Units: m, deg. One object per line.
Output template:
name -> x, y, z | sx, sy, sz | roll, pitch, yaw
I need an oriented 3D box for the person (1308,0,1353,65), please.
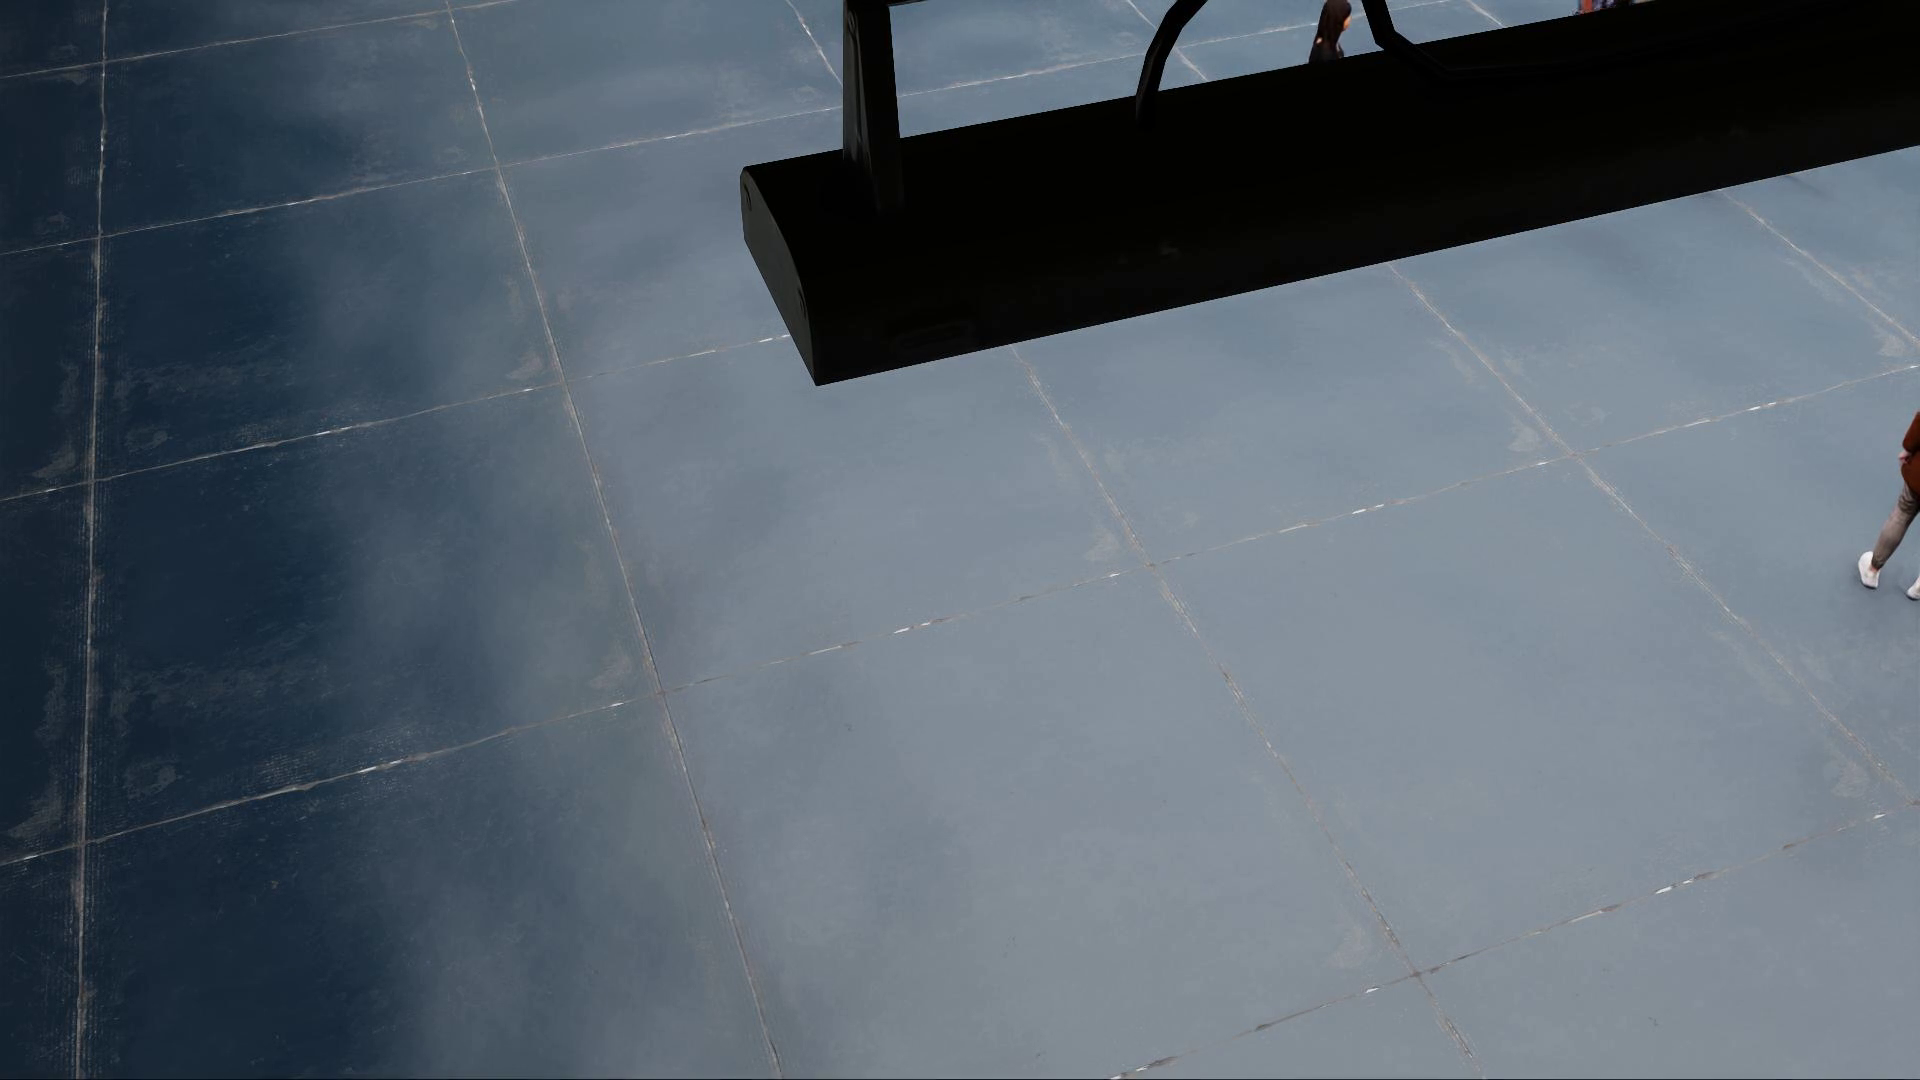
person -> 2.601, -3.303, 12.506 | 0.893, 1.613, 1.061 | 2, 43, 2

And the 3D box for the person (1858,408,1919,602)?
person -> 5.525, -0.417, 9.252 | 0.829, 1.838, 0.902 | 23, 48, 22
